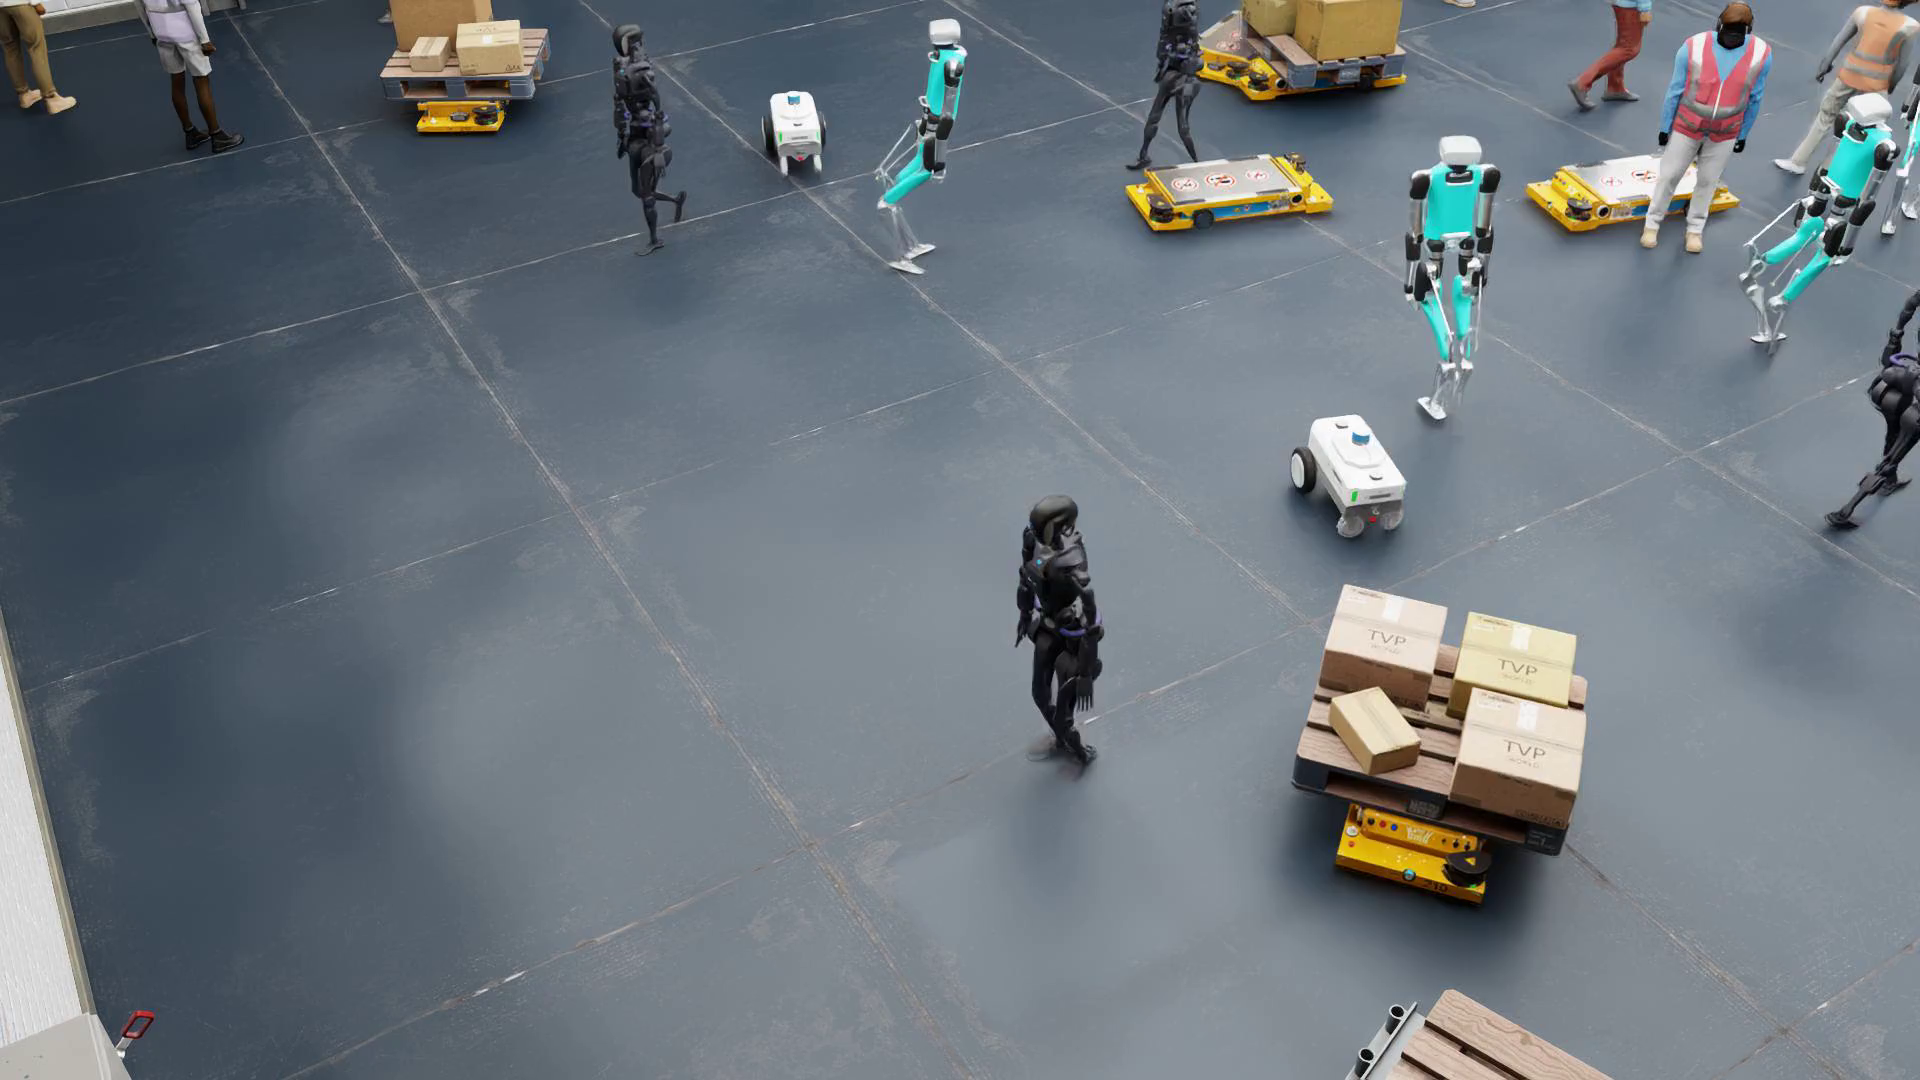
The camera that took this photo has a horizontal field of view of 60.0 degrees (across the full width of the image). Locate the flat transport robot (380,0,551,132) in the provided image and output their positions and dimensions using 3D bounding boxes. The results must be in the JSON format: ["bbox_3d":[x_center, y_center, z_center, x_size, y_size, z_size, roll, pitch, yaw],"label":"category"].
[{"bbox_3d":[-4.135,-3.843,14.141,0.659,0.231,1.431,-1,38,-1],"label":"flat transport robot"}]

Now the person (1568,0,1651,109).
[{"bbox_3d":[5.464,-4.432,13.601,0.625,1.859,0.559,6,39,8],"label":"person"}]

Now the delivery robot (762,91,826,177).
[{"bbox_3d":[-1.304,-3.262,13.191,0.499,0.612,0.796,-6,39,-8],"label":"delivery robot"}]

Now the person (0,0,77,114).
[{"bbox_3d":[-7.786,-4.385,13.634,0.537,1.759,0.379,13,40,16],"label":"person"}]

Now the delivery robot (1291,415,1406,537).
[{"bbox_3d":[2.262,-0.402,9.577,0.506,0.605,0.776,-7,39,-9],"label":"delivery robot"}]

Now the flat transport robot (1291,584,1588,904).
[{"bbox_3d":[2.258,1.071,7.940,0.659,0.231,1.431,13,40,16],"label":"flat transport robot"}]

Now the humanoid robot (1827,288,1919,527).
[{"bbox_3d":[5.324,-0.835,9.258,0.816,1.618,0.593,-17,42,-21],"label":"humanoid robot"}]

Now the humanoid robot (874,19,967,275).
[{"bbox_3d":[-0.346,-2.706,11.491,0.774,1.736,0.540,-6,39,-8],"label":"humanoid robot"}]

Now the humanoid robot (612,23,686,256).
[{"bbox_3d":[-2.177,-2.854,11.771,0.574,1.642,0.594,-31,48,-33],"label":"humanoid robot"}]

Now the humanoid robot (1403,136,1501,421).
[{"bbox_3d":[2.948,-1.425,9.975,0.543,1.862,0.765,-4,39,-5],"label":"humanoid robot"}]

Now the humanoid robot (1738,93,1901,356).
[{"bbox_3d":[5.348,-1.902,10.597,0.717,1.909,0.546,-6,39,-8],"label":"humanoid robot"}]

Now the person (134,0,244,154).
[{"bbox_3d":[-6.090,-3.981,12.974,0.550,1.934,0.372,11,40,14],"label":"person"}]

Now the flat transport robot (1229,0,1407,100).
[{"bbox_3d":[3.090,-4.100,14.465,1.431,0.231,0.659,-9,39,-11],"label":"flat transport robot"}]

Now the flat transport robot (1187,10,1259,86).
[{"bbox_3d":[2.550,-4.435,14.888,0.659,0.231,1.431,22,43,26],"label":"flat transport robot"}]

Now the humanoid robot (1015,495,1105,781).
[{"bbox_3d":[0.468,0.452,7.601,0.365,1.651,0.593,-22,43,-25],"label":"humanoid robot"}]

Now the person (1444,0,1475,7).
[{"bbox_3d":[4.840,-5.971,15.528,0.347,1.881,0.582,16,41,19],"label":"person"}]

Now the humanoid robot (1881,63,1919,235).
[{"bbox_3d":[7.025,-2.968,11.879,0.568,1.779,0.889,16,41,19],"label":"humanoid robot"}]

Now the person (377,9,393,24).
[{"bbox_3d":[-5.107,-5.645,15.178,0.743,1.806,0.621,-15,41,-18],"label":"person"}]

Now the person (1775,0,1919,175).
[{"bbox_3d":[6.791,-3.478,12.601,0.348,1.611,0.775,-30,47,-32],"label":"person"}]

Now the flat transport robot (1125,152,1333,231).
[{"bbox_3d":[2.041,-2.644,12.628,1.431,0.231,0.659,-9,39,-11],"label":"flat transport robot"}]

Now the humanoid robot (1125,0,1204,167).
[{"bbox_3d":[1.647,-3.571,12.699,0.578,1.642,0.613,-12,40,-14],"label":"humanoid robot"}]

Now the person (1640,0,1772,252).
[{"bbox_3d":[5.234,-2.891,11.687,0.628,1.835,0.432,11,40,14],"label":"person"}]

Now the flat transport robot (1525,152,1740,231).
[{"bbox_3d":[5.119,-2.654,12.641,1.431,0.231,0.659,-10,39,-12],"label":"flat transport robot"}]
